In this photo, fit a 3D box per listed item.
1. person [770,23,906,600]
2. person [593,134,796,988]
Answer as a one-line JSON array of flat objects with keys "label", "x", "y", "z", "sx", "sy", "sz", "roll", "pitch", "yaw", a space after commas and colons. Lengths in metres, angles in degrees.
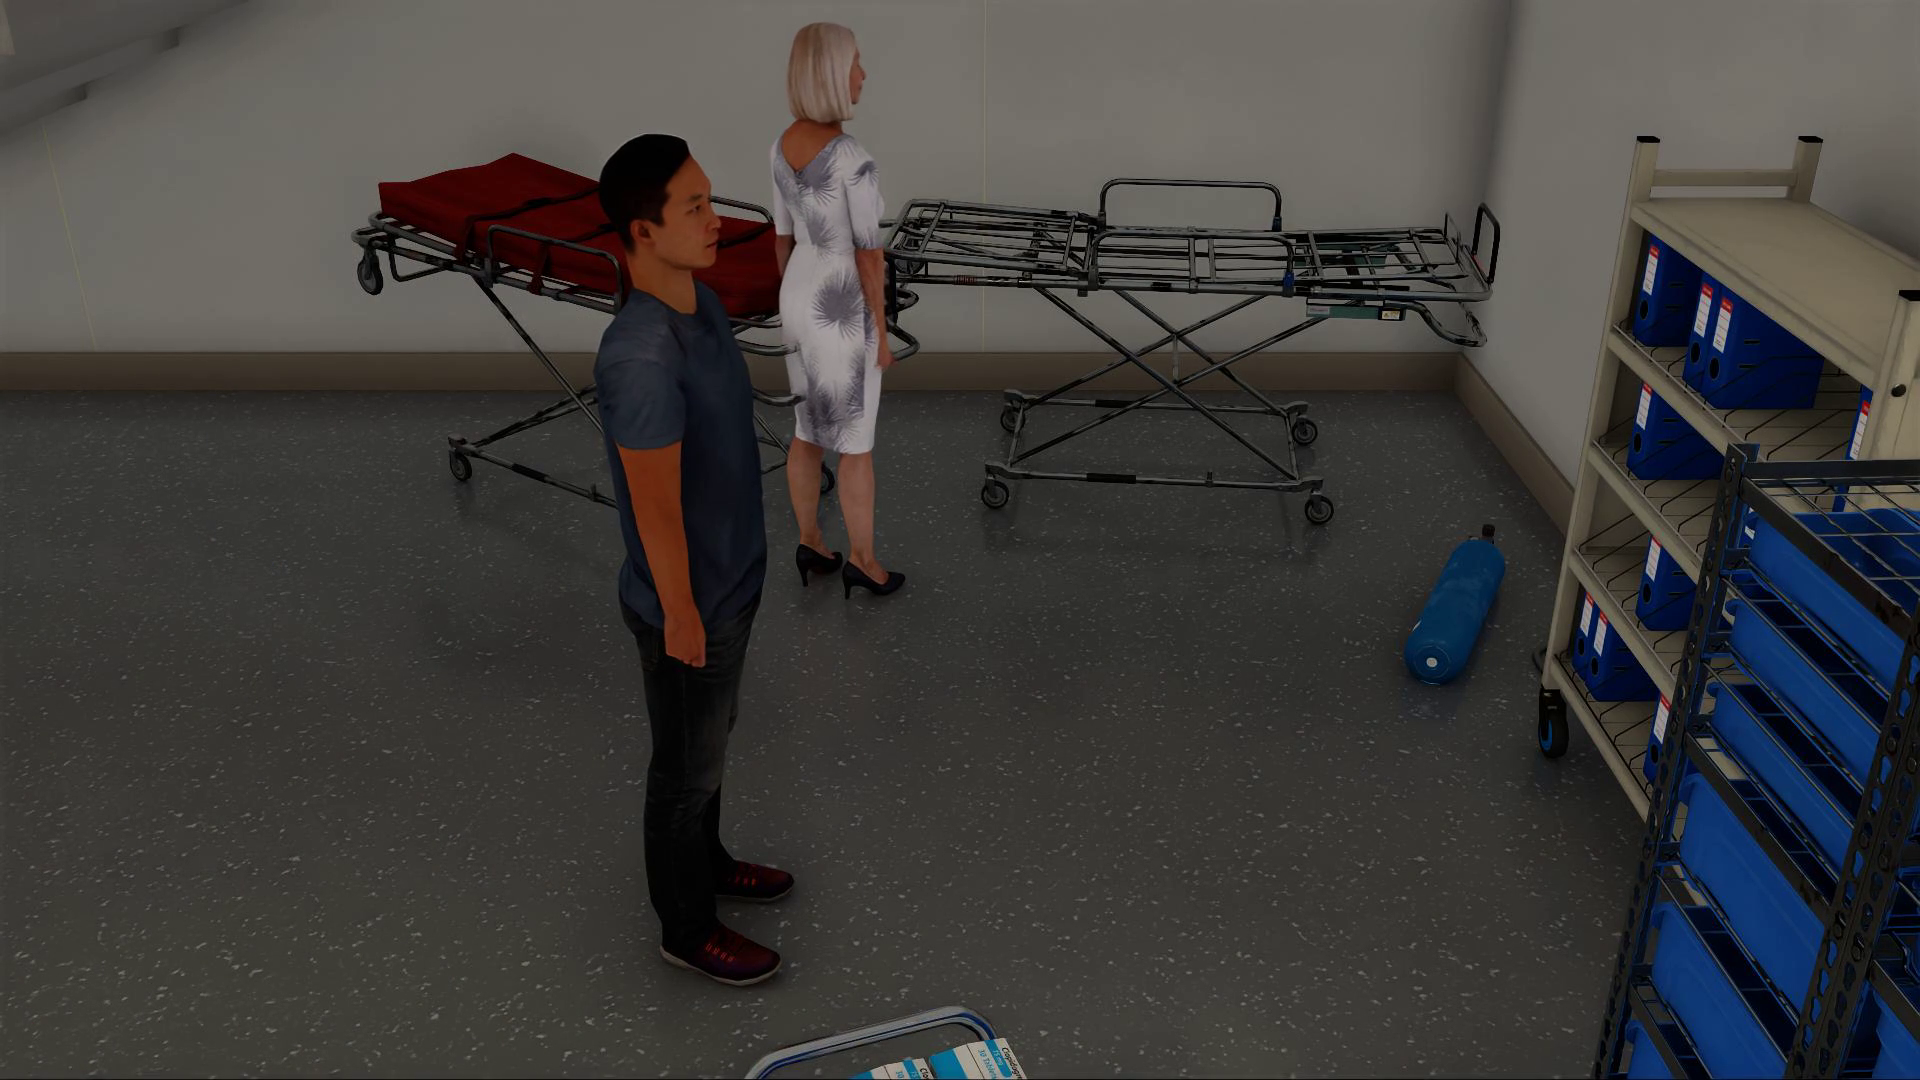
[{"label": "person", "x": -0.390, "y": -0.654, "z": 5.013, "sx": 0.632, "sy": 1.750, "sz": 0.704, "roll": 21, "pitch": 32, "yaw": 36}, {"label": "person", "x": -0.564, "y": 0.070, "z": 3.442, "sx": 0.544, "sy": 1.810, "sz": 0.652, "roll": 1, "pitch": 26, "yaw": 3}]
